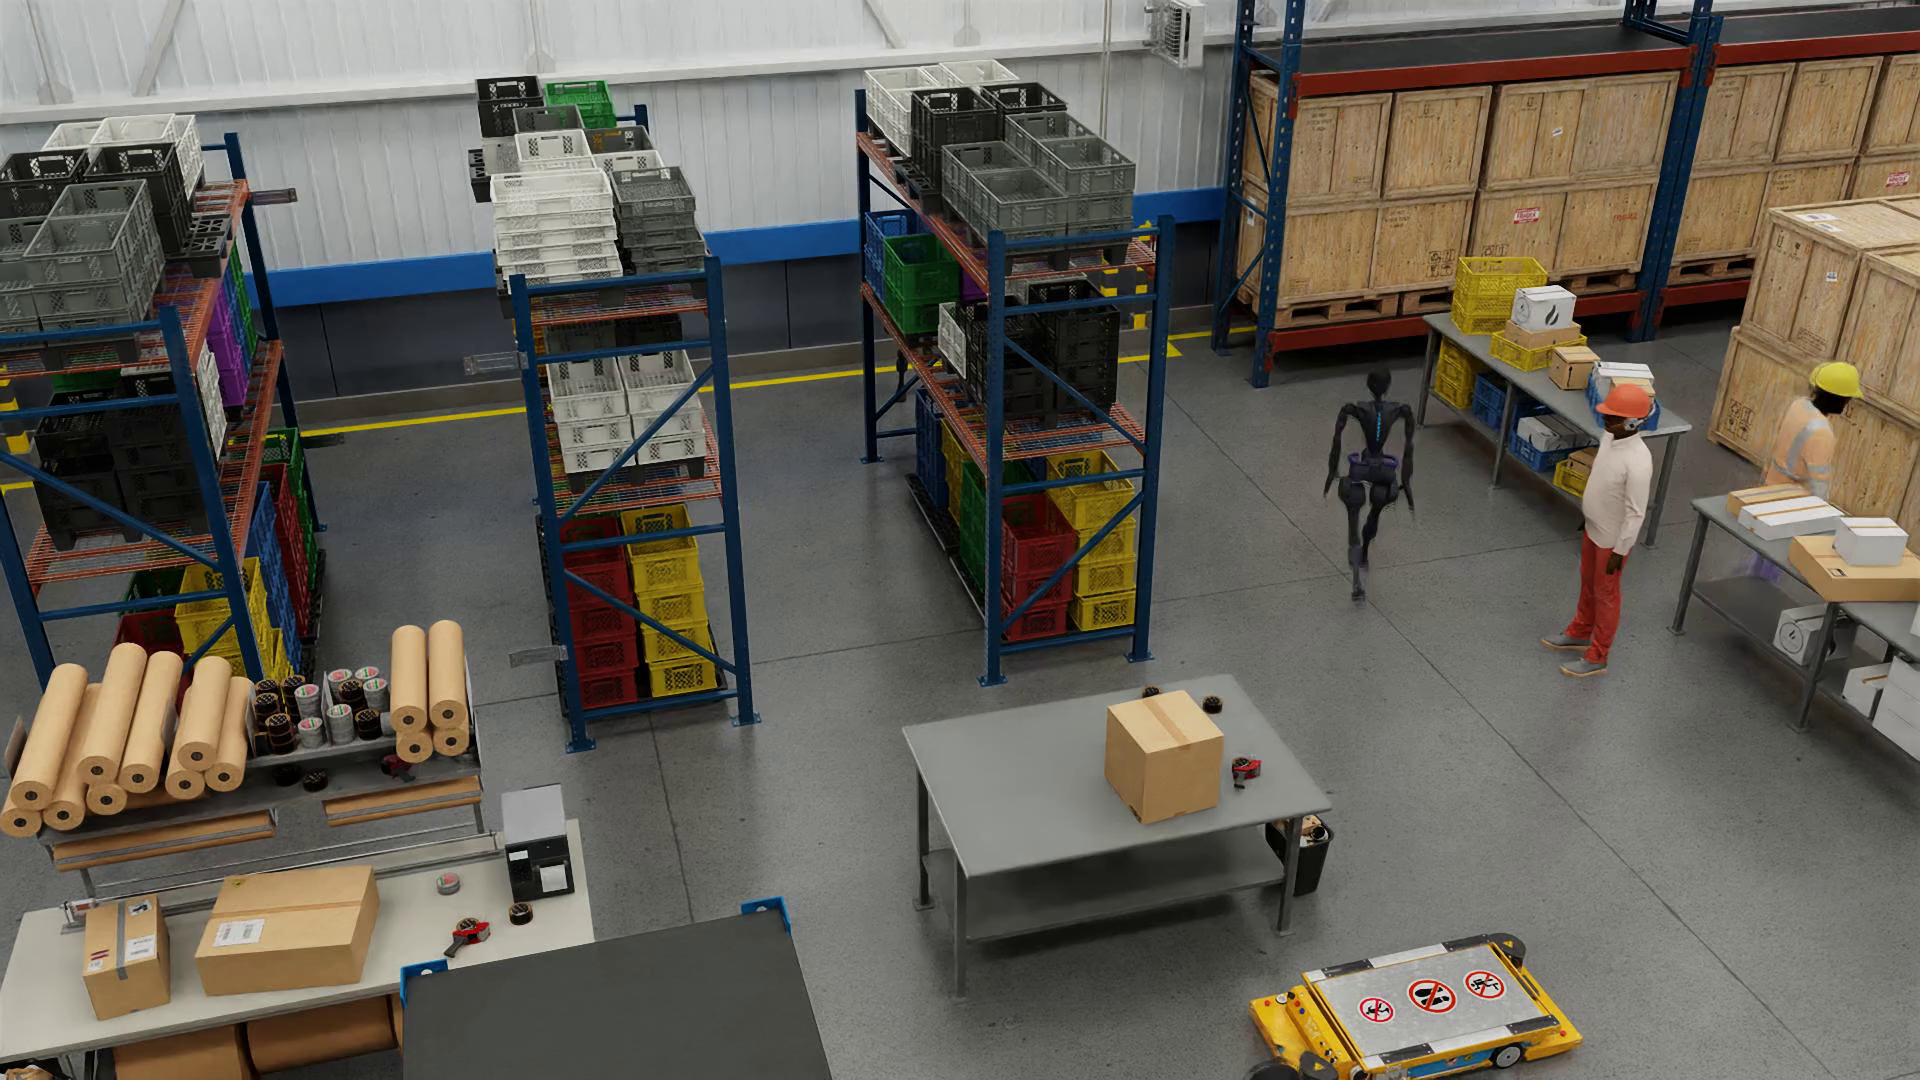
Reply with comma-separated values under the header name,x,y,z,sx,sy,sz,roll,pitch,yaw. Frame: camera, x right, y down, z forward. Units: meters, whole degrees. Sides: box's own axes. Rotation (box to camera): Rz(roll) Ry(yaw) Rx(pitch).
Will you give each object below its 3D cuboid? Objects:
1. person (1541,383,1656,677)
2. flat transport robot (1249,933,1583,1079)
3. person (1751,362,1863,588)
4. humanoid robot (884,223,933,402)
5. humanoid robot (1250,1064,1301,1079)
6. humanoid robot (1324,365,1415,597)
name,x,y,z,sx,sy,sz,roll,pitch,yaw
person,4.063,-0.060,10.479,0.389,1.995,0.610,0,29,0
flat transport robot,2.184,2.282,7.980,1.431,0.197,0.652,-8,30,-14
person,5.578,-0.290,10.990,0.530,1.907,0.594,6,29,10
humanoid robot,-0.376,-2.000,14.321,0.586,1.660,0.331,-8,30,-14
humanoid robot,1.104,2.522,6.148,0.384,1.639,0.699,1,29,2
humanoid robot,2.855,-0.409,11.521,0.599,1.646,0.774,1,29,2
